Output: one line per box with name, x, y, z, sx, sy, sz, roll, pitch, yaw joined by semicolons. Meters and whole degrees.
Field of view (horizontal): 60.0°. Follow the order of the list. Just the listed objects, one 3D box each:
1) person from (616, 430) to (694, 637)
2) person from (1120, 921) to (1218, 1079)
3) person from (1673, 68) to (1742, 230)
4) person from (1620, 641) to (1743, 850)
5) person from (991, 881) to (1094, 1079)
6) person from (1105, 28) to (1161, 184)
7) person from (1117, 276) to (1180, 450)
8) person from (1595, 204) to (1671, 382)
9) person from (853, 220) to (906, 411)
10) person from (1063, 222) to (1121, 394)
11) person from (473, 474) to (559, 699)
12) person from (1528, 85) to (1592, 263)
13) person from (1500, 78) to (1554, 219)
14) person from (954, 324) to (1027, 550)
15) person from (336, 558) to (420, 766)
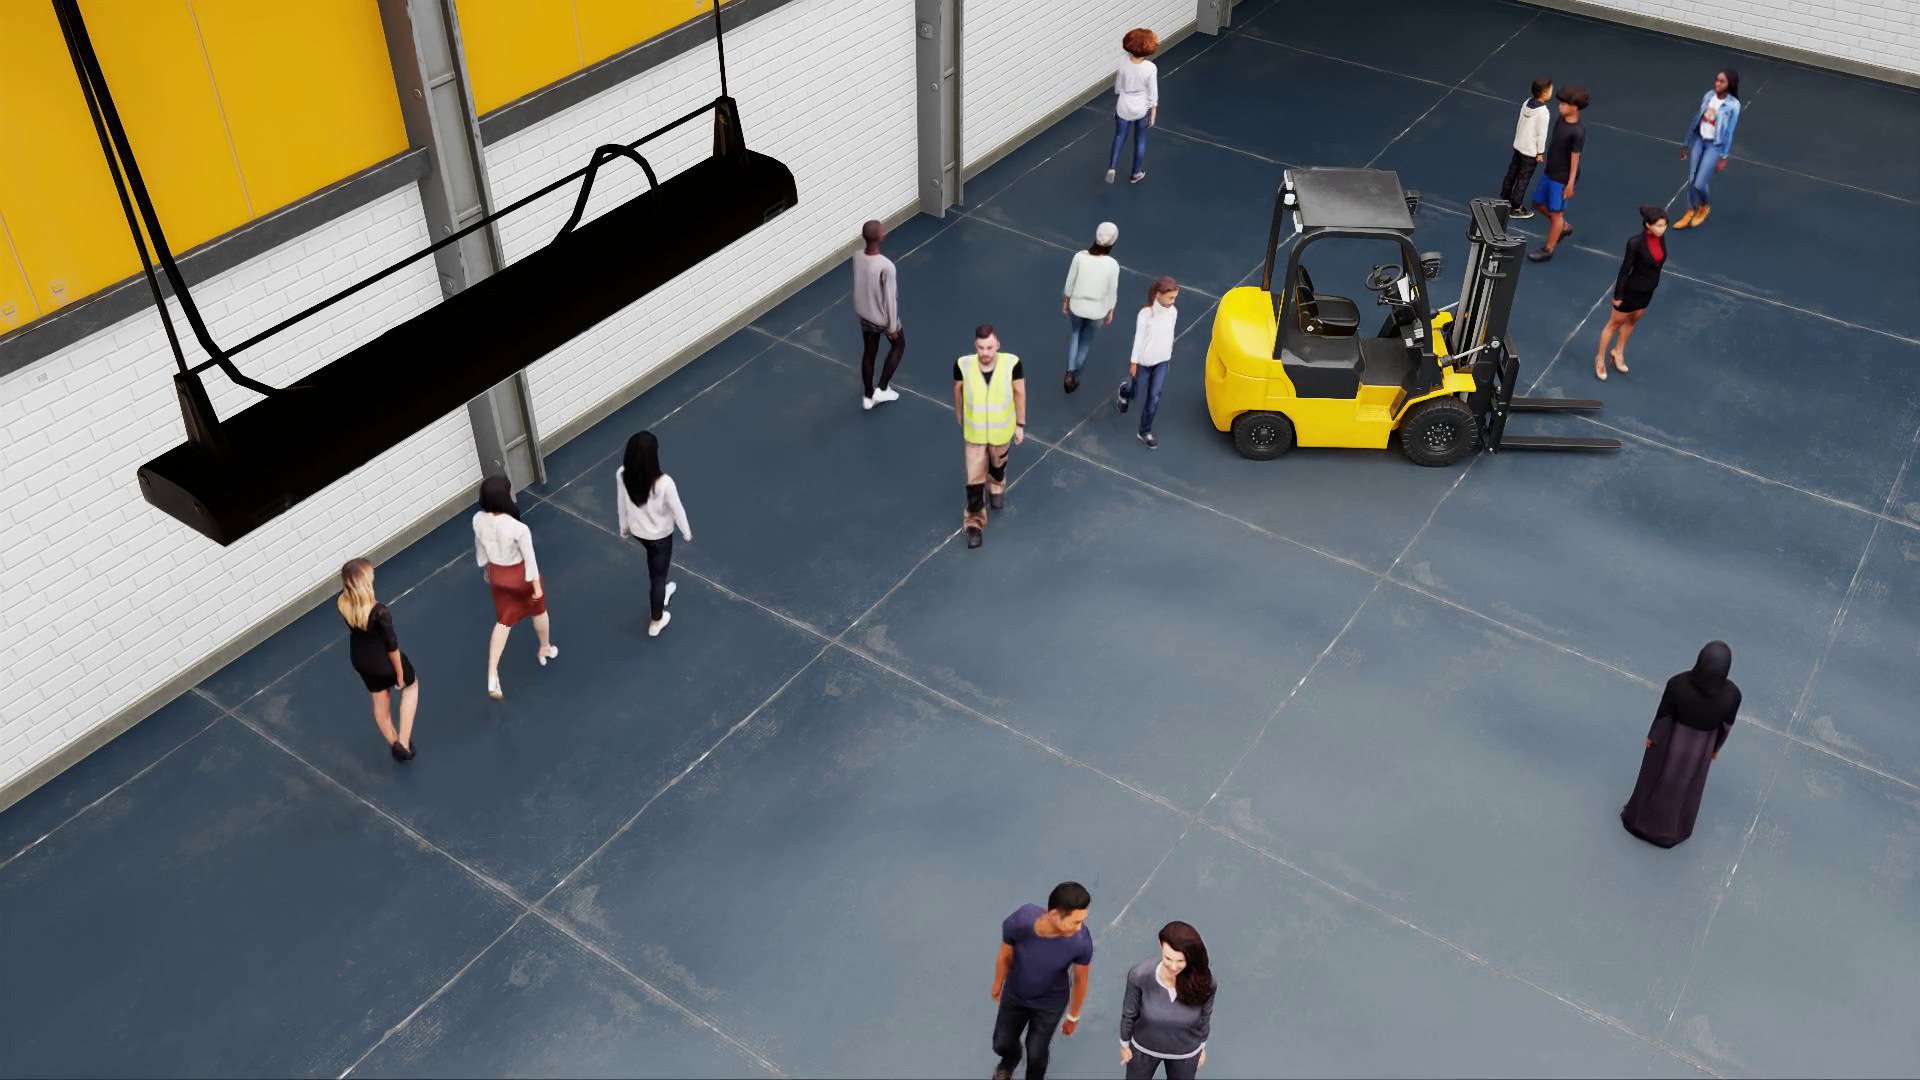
person;-2.223;-0.011;11.776;0.747;1.684;0.851;14;41;17
person;1.042;2.557;8.492;0.693;1.768;0.707;1;39;1
person;7.543;-3.898;16.630;0.796;1.700;0.758;-18;42;-21
person;4.475;1.238;10.268;0.665;1.613;0.670;12;40;15
person;0.447;2.359;8.759;0.748;1.745;0.722;19;42;22
person;1.781;-4.491;17.374;0.708;1.697;0.879;18;42;21
person;1.566;-1.529;13.798;0.891;1.531;0.895;-10;40;-12
person;5.872;-2.150;14.489;0.671;1.640;0.747;-19;42;-22
person;-0.763;-1.849;14.016;0.651;1.760;0.609;25;45;28
person;1.104;-1.932;14.235;0.702;1.617;0.711;7;39;8
person;-3.068;0.339;11.302;0.798;1.727;1.084;12;40;14
person;5.894;-3.563;16.145;0.940;1.781;0.880;-9;40;-12
person;5.786;-4.013;16.971;0.690;1.453;0.654;-10;40;-13
person;0.235;-0.892;12.800;1.140;1.783;1.278;-1;39;-1
person;-3.790;0.853;10.711;0.652;1.662;0.724;11;40;14
